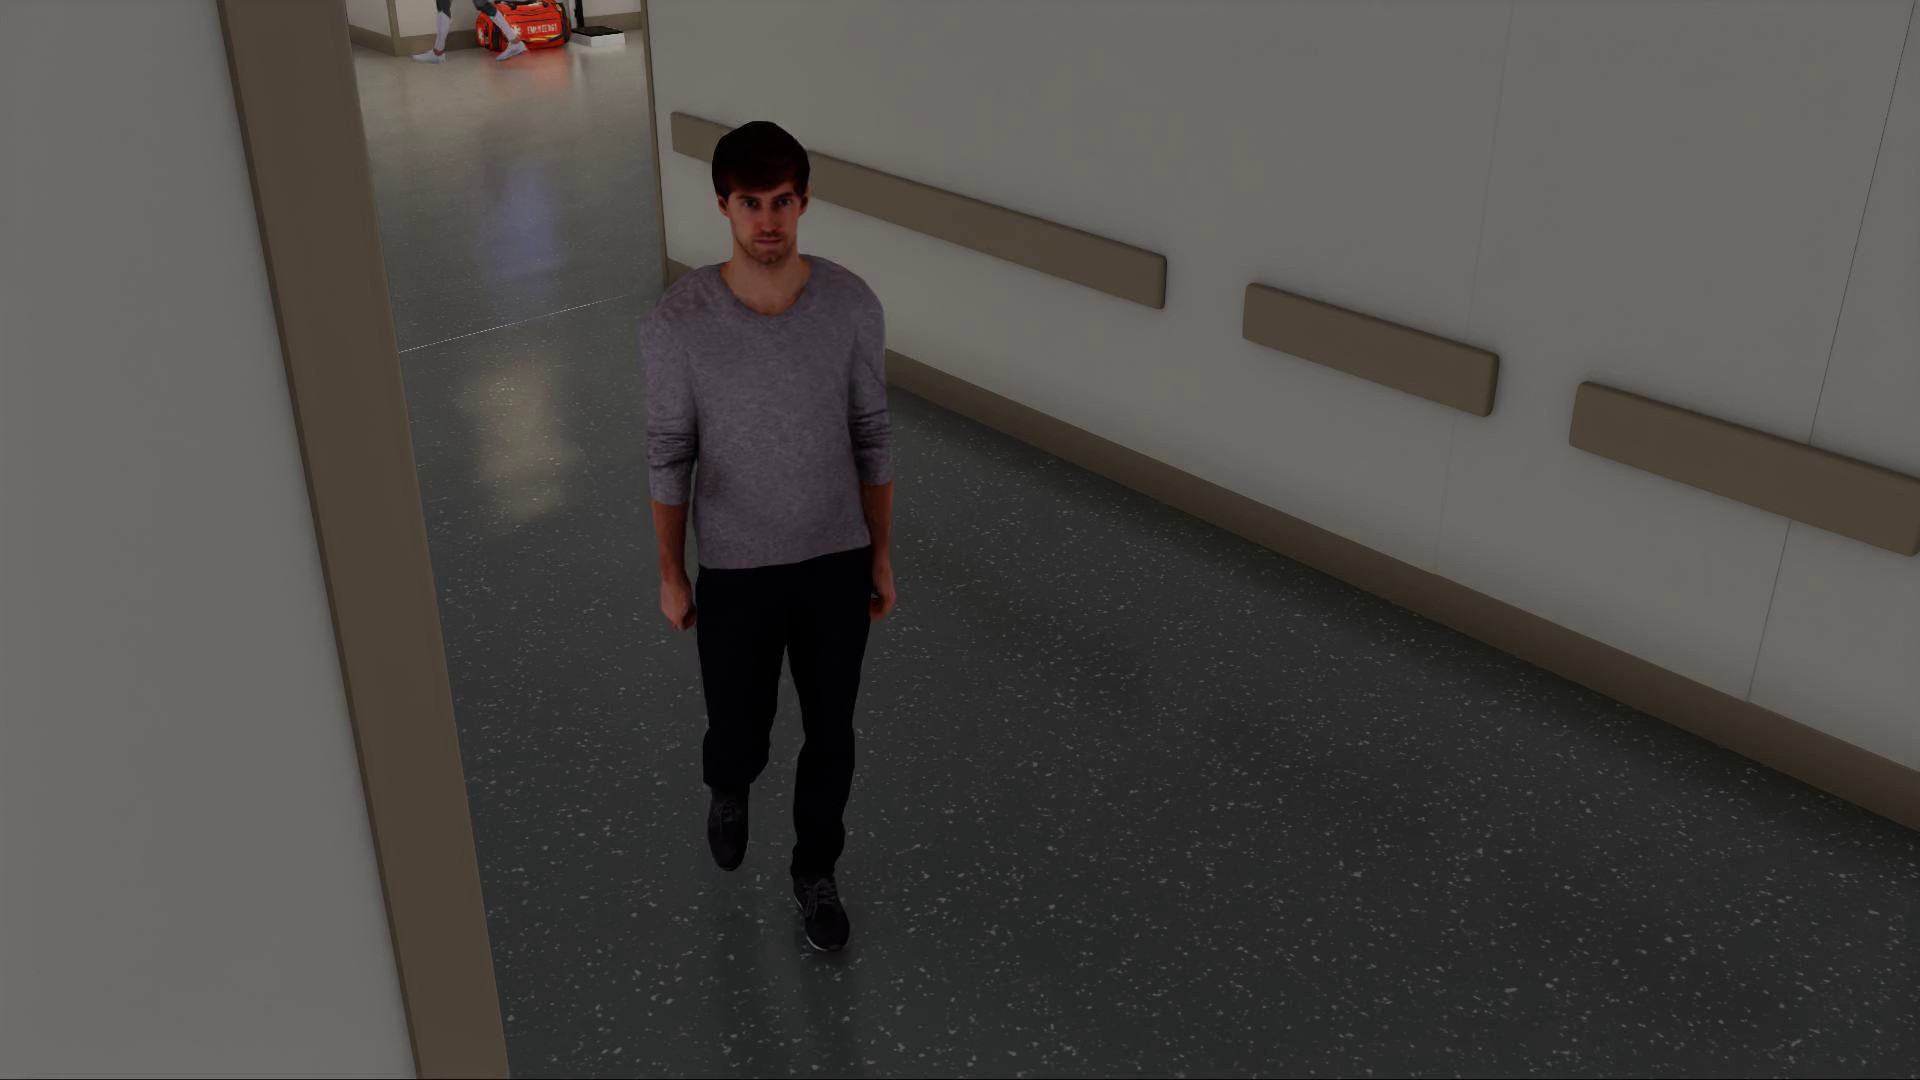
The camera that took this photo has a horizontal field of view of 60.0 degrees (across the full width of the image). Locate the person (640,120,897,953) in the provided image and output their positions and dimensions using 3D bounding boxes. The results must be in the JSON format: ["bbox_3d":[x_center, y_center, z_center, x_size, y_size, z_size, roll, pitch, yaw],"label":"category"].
[{"bbox_3d":[-0.398,0.006,3.600,0.827,1.831,0.864,-8,27,-16],"label":"person"}]

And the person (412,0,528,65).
[{"bbox_3d":[-3.987,-4.719,13.604,1.214,1.652,0.990,-4,26,-9],"label":"person"}]
